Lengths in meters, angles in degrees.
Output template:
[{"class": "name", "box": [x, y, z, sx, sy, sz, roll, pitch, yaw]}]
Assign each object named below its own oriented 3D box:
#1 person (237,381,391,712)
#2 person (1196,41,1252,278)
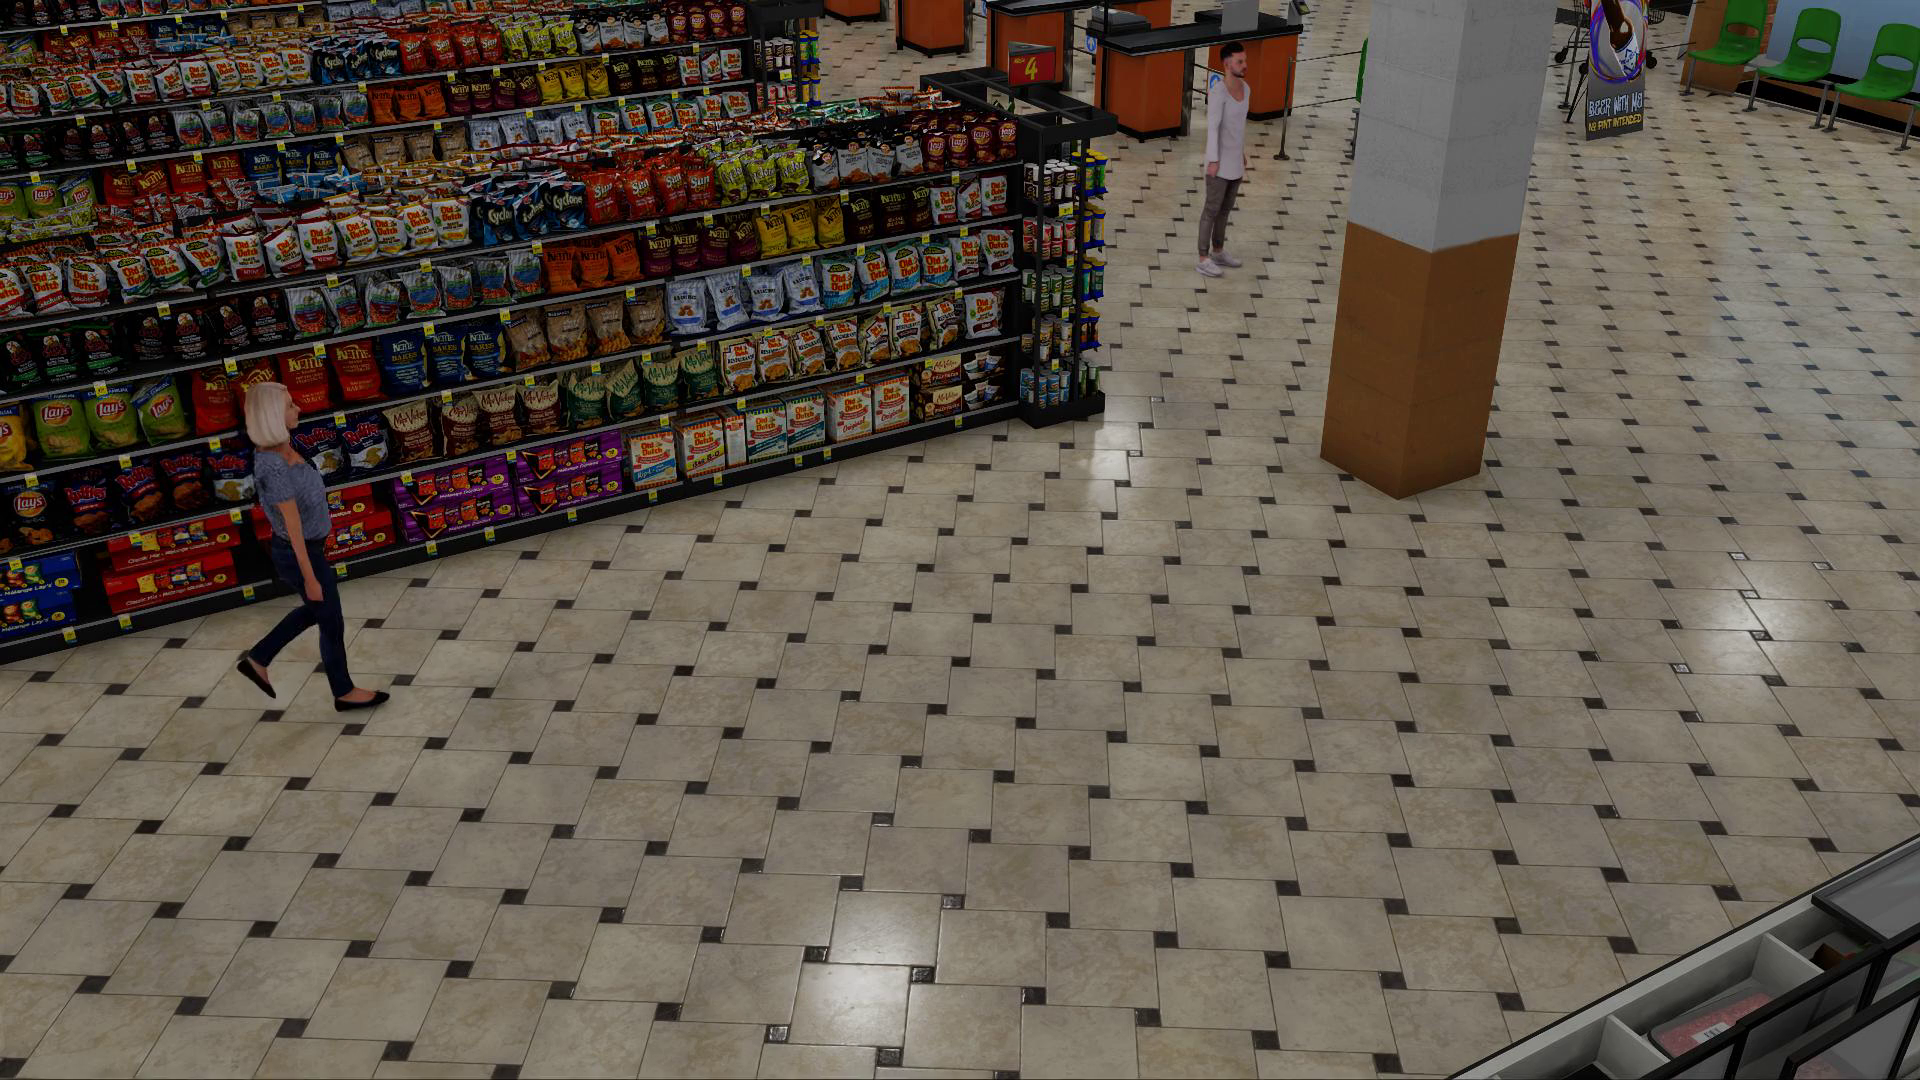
[{"class": "person", "box": [-3.118, 0.084, 7.664, 0.915, 1.710, 0.672, -10, 30, -17]}, {"class": "person", "box": [2.114, -3.049, 13.267, 0.792, 1.839, 0.624, 21, 35, 34]}]
